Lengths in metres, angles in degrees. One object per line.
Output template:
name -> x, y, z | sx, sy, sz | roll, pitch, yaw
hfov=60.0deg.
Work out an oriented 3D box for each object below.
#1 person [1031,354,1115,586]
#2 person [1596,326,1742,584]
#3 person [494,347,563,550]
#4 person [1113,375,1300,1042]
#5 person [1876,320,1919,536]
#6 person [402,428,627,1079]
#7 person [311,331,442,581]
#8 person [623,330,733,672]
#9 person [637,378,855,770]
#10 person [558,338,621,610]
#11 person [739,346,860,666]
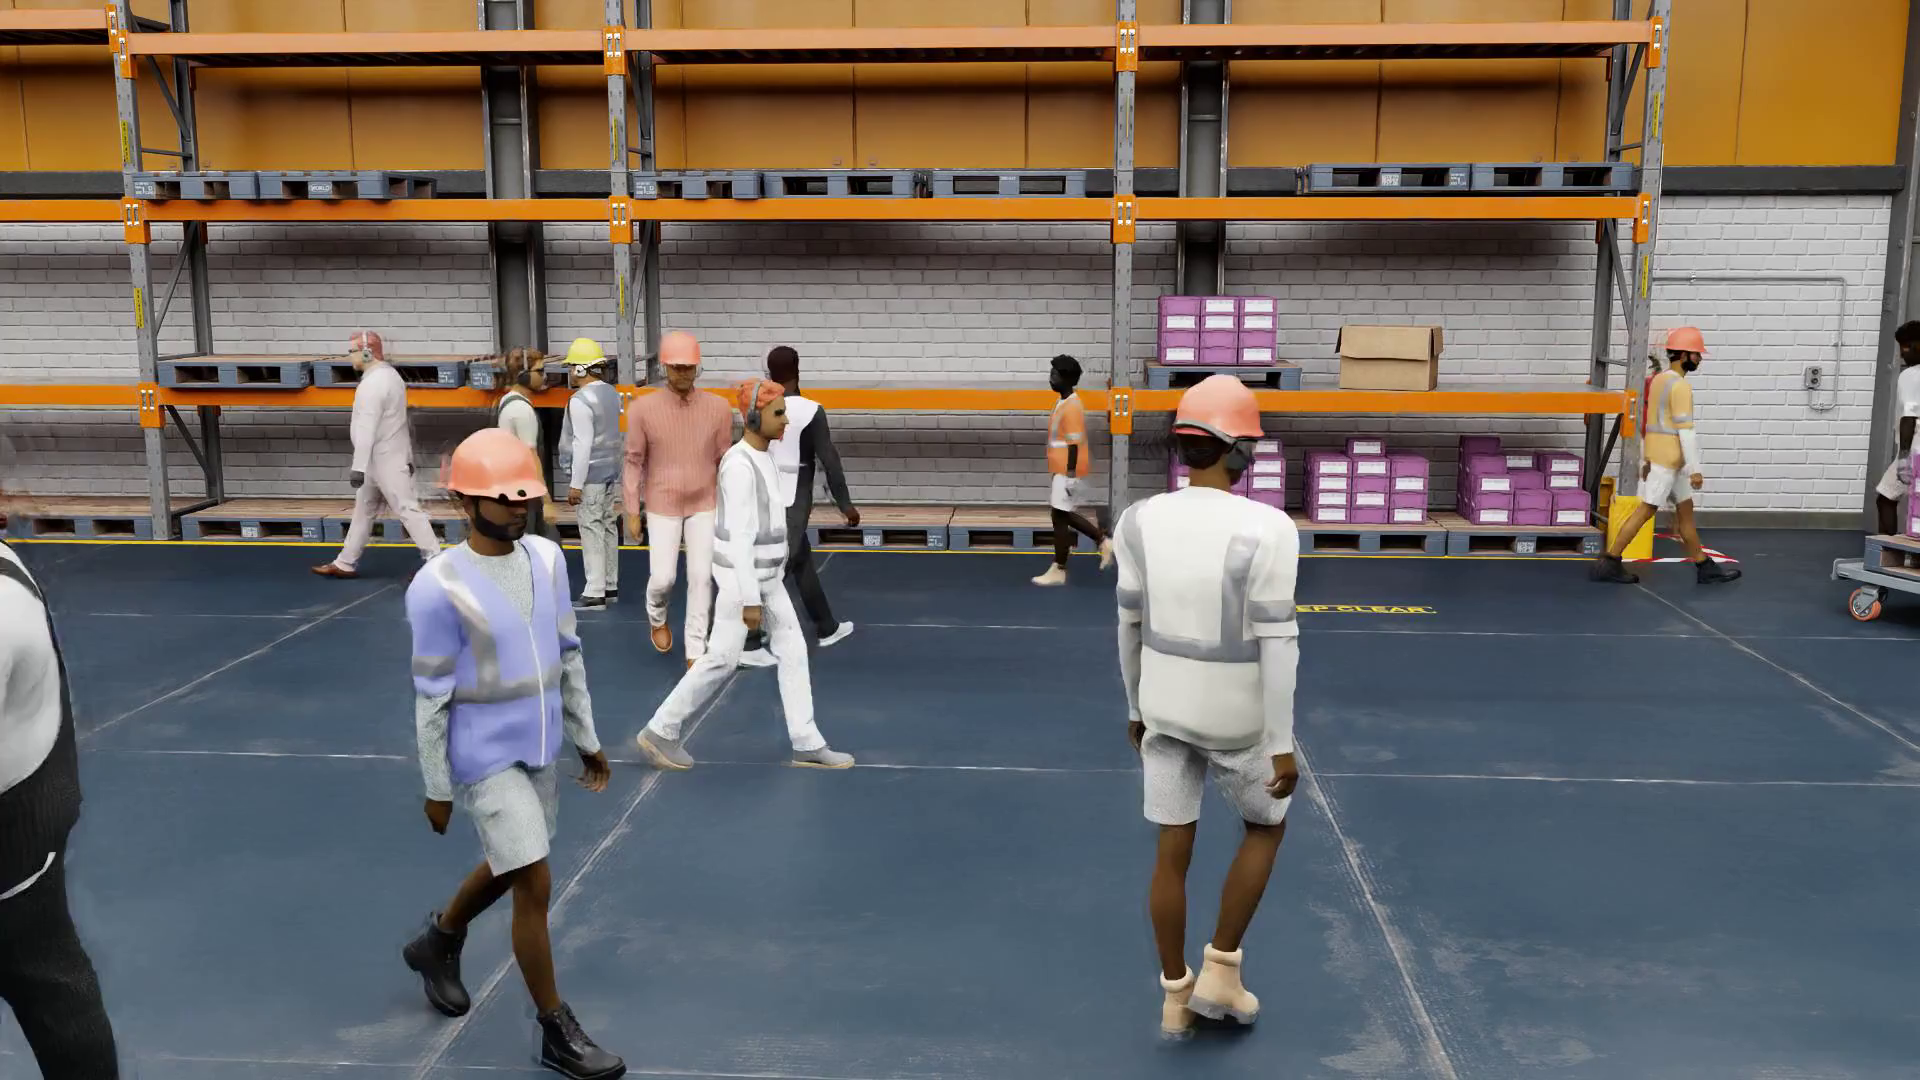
person -> 0.838, -0.501, 11.998 | 0.584, 1.681, 0.541 | 0, 10, -1
person -> 5.127, -0.591, 11.974 | 1.020, 1.882, 0.564 | 2, 10, 10
person -> -2.609, -0.275, 10.276 | 0.623, 1.822, 0.524 | -4, 10, -21
person -> 0.767, 0.518, 5.041 | 0.645, 2.027, 0.477 | 7, 12, 37
person -> 6.839, -0.615, 11.965 | 0.632, 1.922, 0.750 | -5, 11, -25
person -> -1.395, 0.601, 4.935 | 0.923, 1.908, 0.555 | 5, 11, 28
person -> -4.232, -0.595, 12.107 | 1.019, 1.843, 0.647 | -2, 10, -10
person -> -1.600, -0.210, 9.457 | 0.632, 1.974, 0.650 | -4, 10, -20
person -> -1.028, 0.175, 7.634 | 0.975, 1.844, 0.582 | 1, 10, 9
person -> -2.501, -0.442, 11.238 | 0.404, 1.833, 0.592 | 2, 10, 9
person -> -1.011, -0.214, 9.858 | 0.615, 1.852, 1.059 | 9, 13, 41
